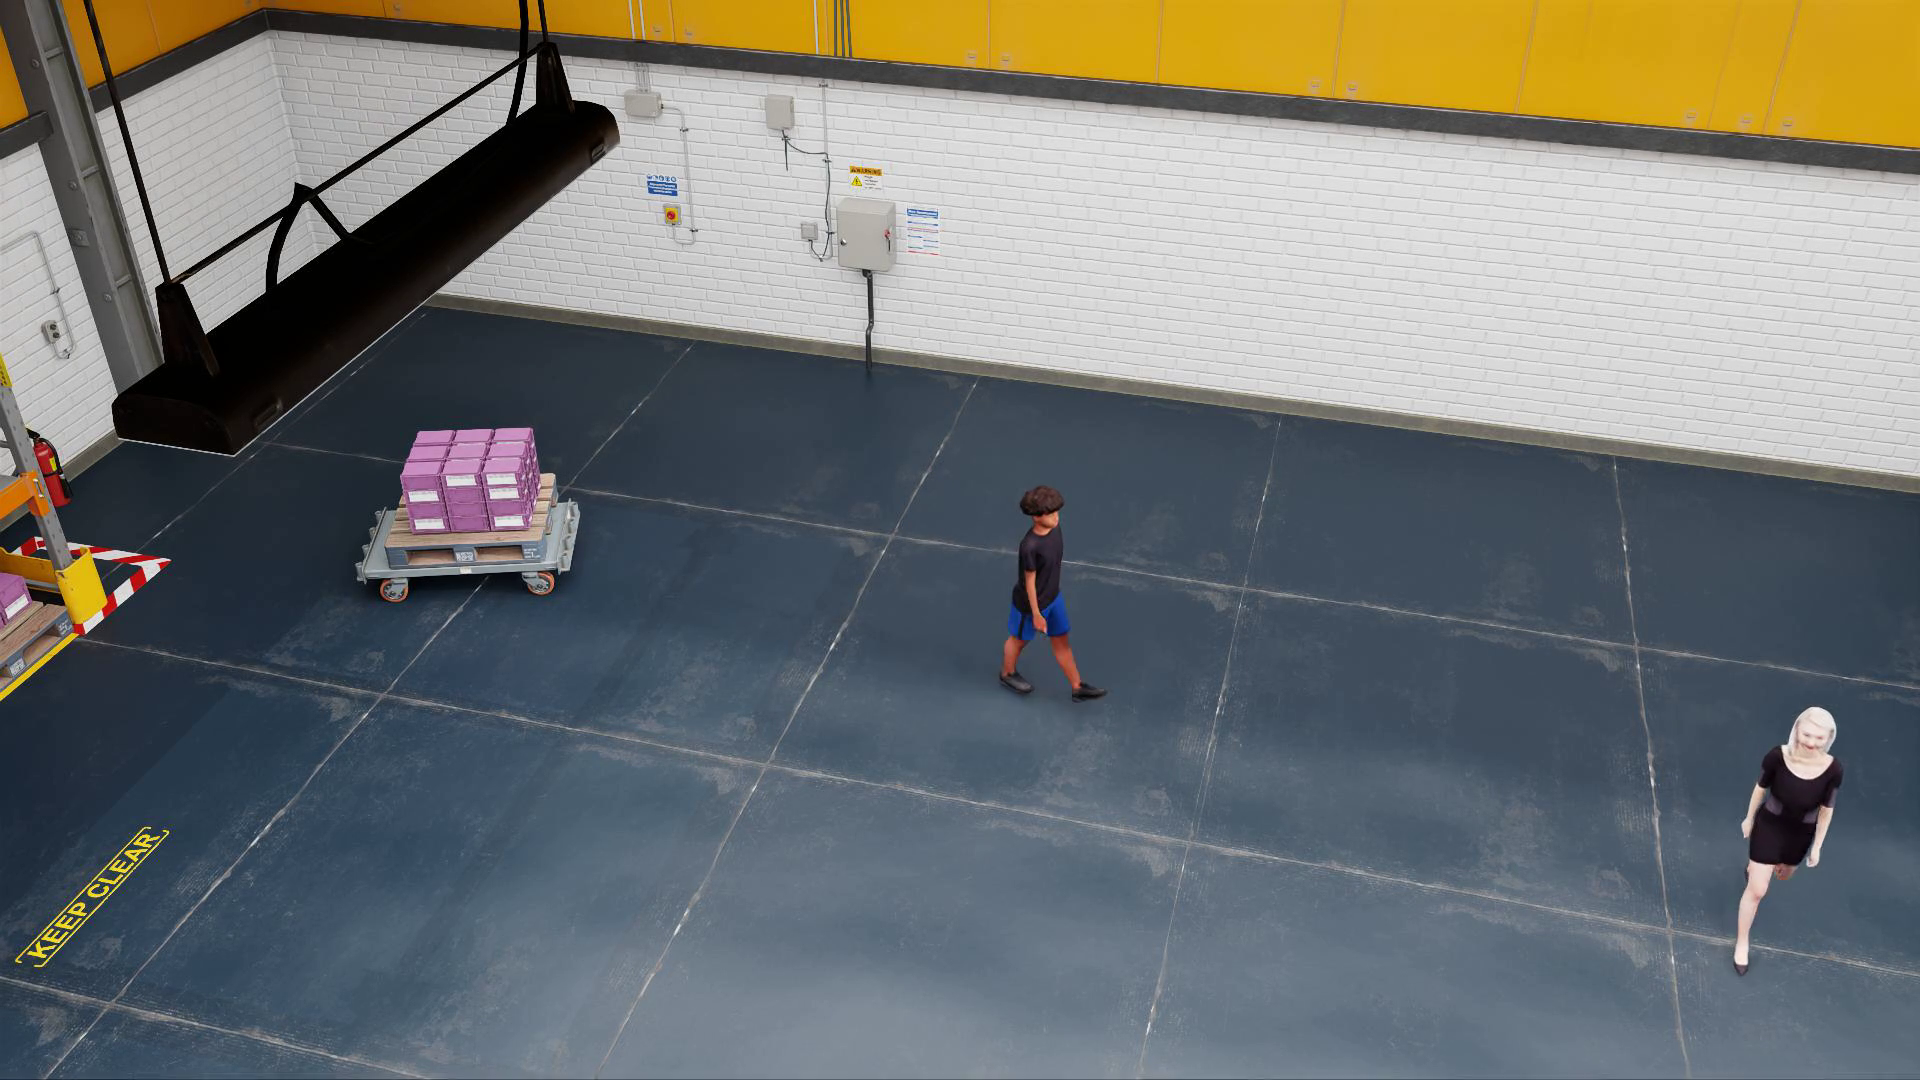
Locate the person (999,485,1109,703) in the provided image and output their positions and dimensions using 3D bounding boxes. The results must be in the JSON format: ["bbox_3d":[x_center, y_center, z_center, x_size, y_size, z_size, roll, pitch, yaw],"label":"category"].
[{"bbox_3d":[0.468,0.378,11.795,0.927,1.762,1.089,22,39,29],"label":"person"}]

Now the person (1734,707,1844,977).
[{"bbox_3d":[4.847,1.676,9.809,0.595,1.797,1.109,10,35,14],"label":"person"}]
